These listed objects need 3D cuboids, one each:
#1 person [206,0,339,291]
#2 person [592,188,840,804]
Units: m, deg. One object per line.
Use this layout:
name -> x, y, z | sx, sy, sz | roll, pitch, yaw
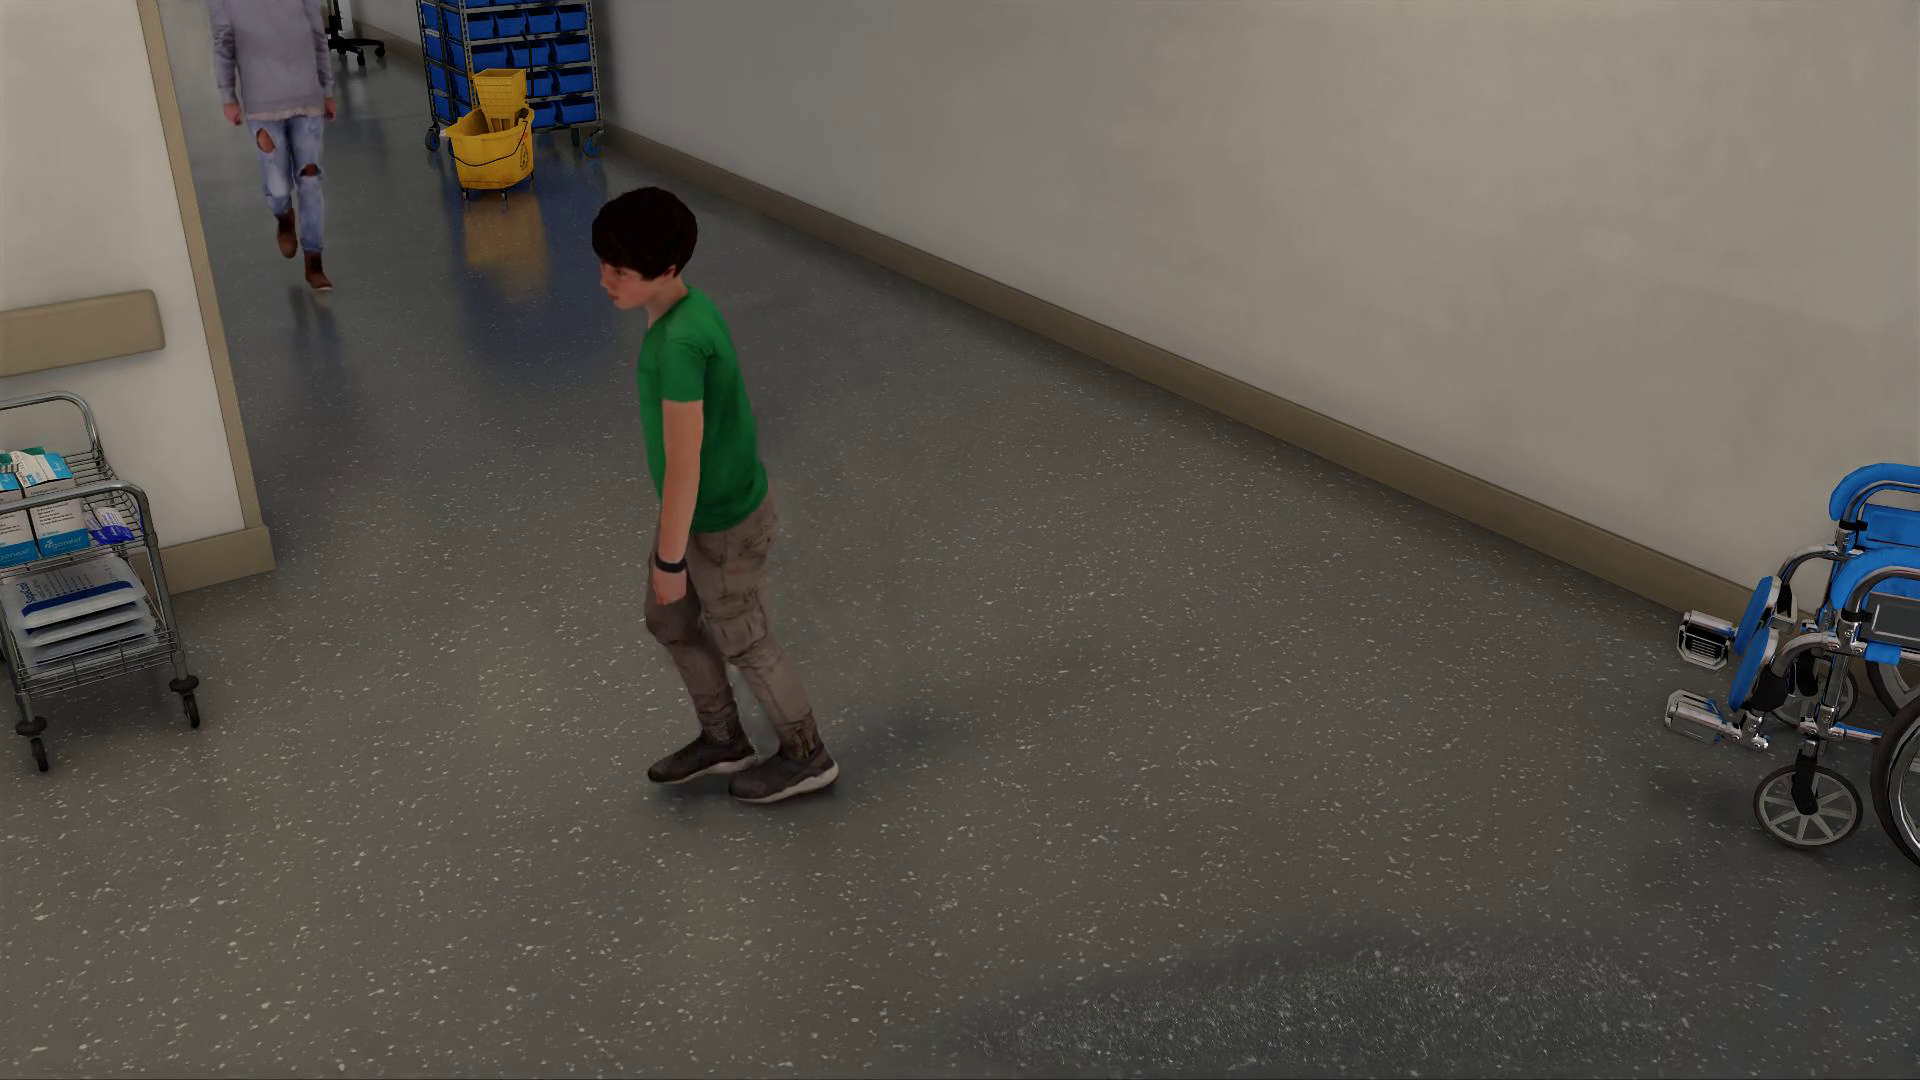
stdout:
person -> -3.323, -2.162, 8.112 | 0.848, 1.830, 0.791 | -14, 29, -27
person -> -0.521, -0.068, 4.009 | 0.822, 1.623, 0.720 | -3, 26, -7
